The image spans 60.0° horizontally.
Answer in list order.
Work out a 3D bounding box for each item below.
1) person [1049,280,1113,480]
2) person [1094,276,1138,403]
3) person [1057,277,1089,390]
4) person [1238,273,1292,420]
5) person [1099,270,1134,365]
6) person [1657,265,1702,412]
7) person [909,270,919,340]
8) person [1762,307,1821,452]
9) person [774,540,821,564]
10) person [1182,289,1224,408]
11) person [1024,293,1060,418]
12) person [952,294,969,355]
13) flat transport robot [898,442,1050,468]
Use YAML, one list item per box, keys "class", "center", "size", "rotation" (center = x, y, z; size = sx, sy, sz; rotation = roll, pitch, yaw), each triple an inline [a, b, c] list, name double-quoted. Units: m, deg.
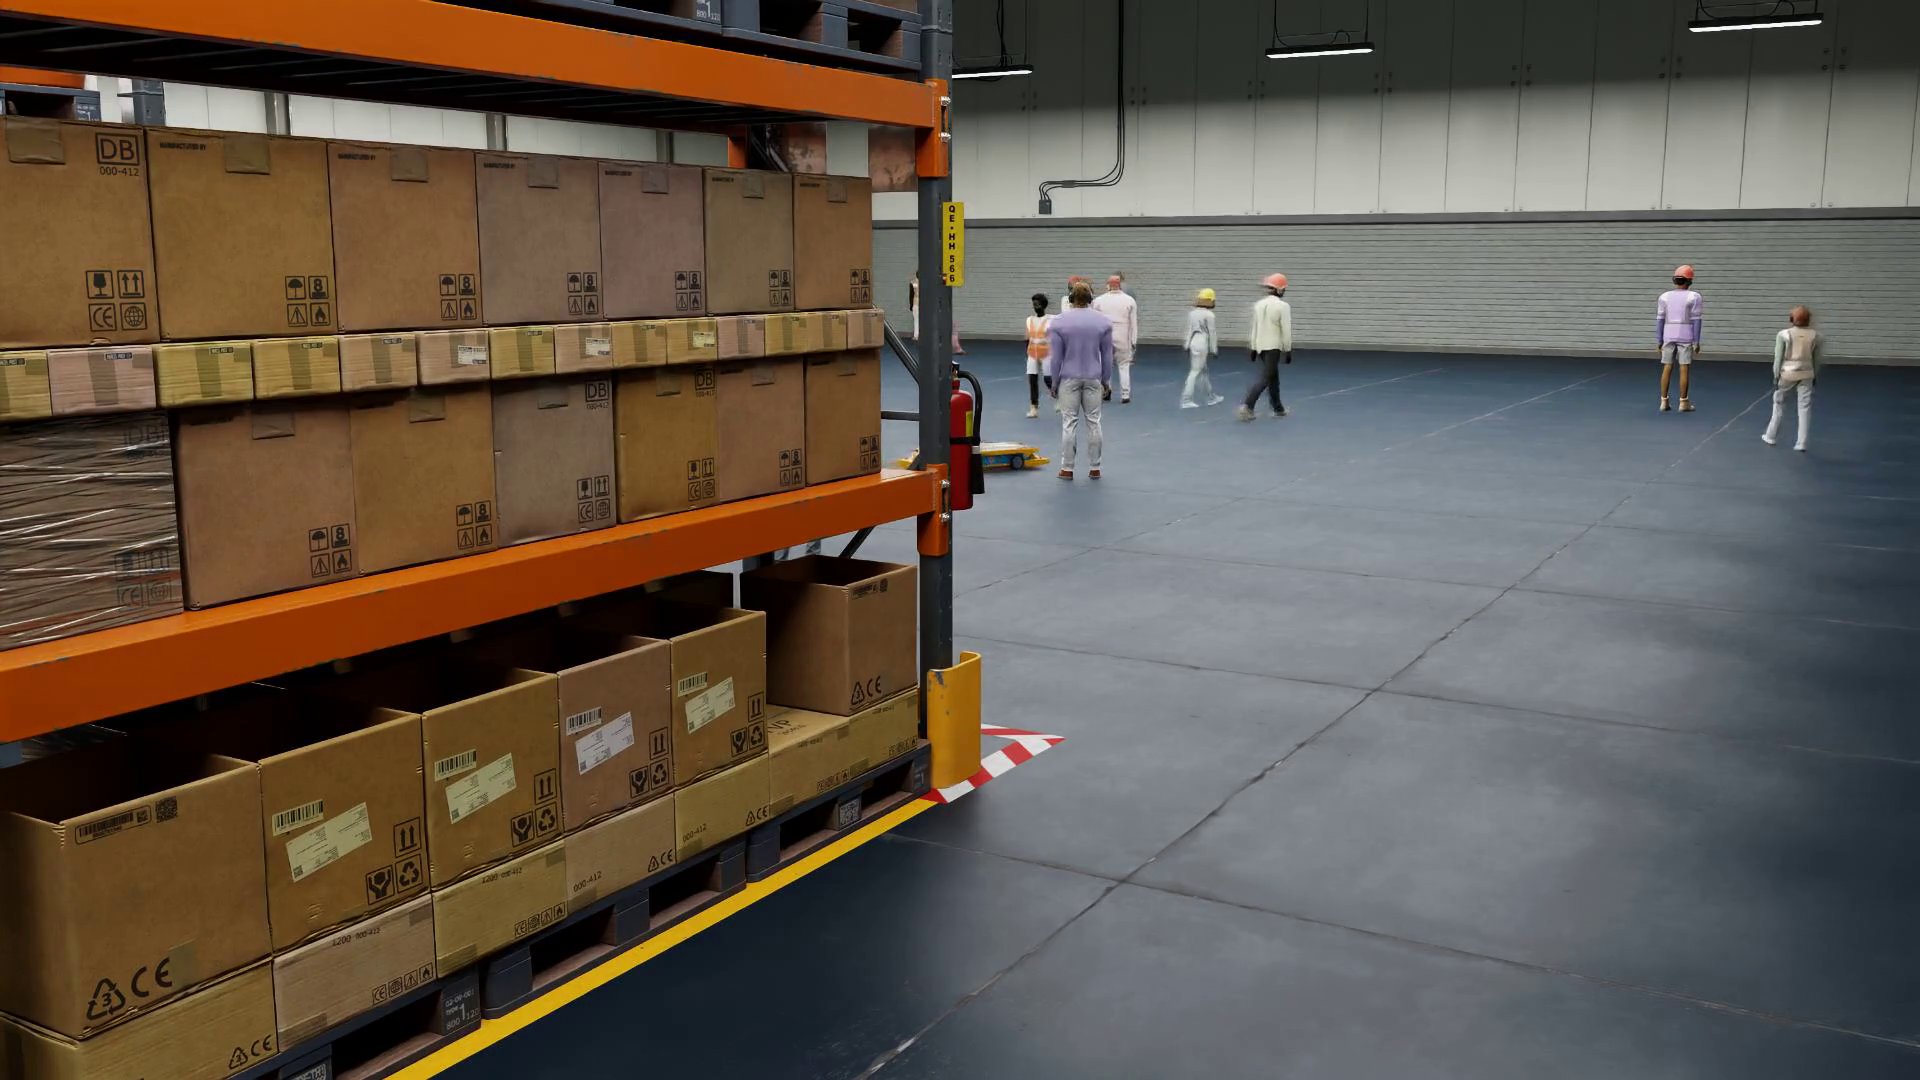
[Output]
- class: "person"
  center: [1.169, -1.544, 16.179]
  size: [0.632, 1.940, 0.372]
  rotation: [-1, 10, -8]
- class: "person"
  center: [2.310, -2.977, 24.732]
  size: [0.661, 1.884, 0.484]
  rotation: [1, 10, 3]
- class: "person"
  center: [1.779, -3.303, 26.759]
  size: [0.589, 1.841, 0.941]
  rotation: [-6, 11, -31]
- class: "person"
  center: [4.097, -2.573, 22.186]
  size: [0.987, 1.957, 0.632]
  rotation: [-6, 11, -31]
- class: "person"
  center: [3.061, -4.451, 33.347]
  size: [0.980, 1.891, 0.637]
  rotation: [2, 10, 12]
- class: "person"
  center: [10.090, -2.819, 23.334]
  size: [0.386, 2.045, 0.605]
  rotation: [-9, 13, -43]
- class: "person"
  center: [-1.031, -6.121, 43.261]
  size: [0.627, 1.844, 0.429]
  rotation: [-4, 10, -21]
- class: "person"
  center: [9.393, -1.818, 18.761]
  size: [0.540, 1.600, 0.819]
  rotation: [1, 10, 5]
- class: "person"
  center: [-1.131, -0.561, 11.305]
  size: [0.497, 1.636, 0.286]
  rotation: [4, 10, 21]
- class: "person"
  center: [3.549, -2.758, 23.990]
  size: [0.890, 1.694, 0.488]
  rotation: [-5, 11, -26]
- class: "person"
  center: [1.113, -2.487, 22.427]
  size: [0.545, 1.682, 0.564]
  rotation: [6, 11, 32]
- class: "person"
  center: [-0.363, -4.980, 36.549]
  size: [0.997, 1.862, 0.664]
  rotation: [2, 10, 12]
- class: "flat transport robot"
  center: [0.147, -0.853, 17.010]
  size: [1.431, 0.197, 0.652]
  rotation: [-6, 11, -31]
